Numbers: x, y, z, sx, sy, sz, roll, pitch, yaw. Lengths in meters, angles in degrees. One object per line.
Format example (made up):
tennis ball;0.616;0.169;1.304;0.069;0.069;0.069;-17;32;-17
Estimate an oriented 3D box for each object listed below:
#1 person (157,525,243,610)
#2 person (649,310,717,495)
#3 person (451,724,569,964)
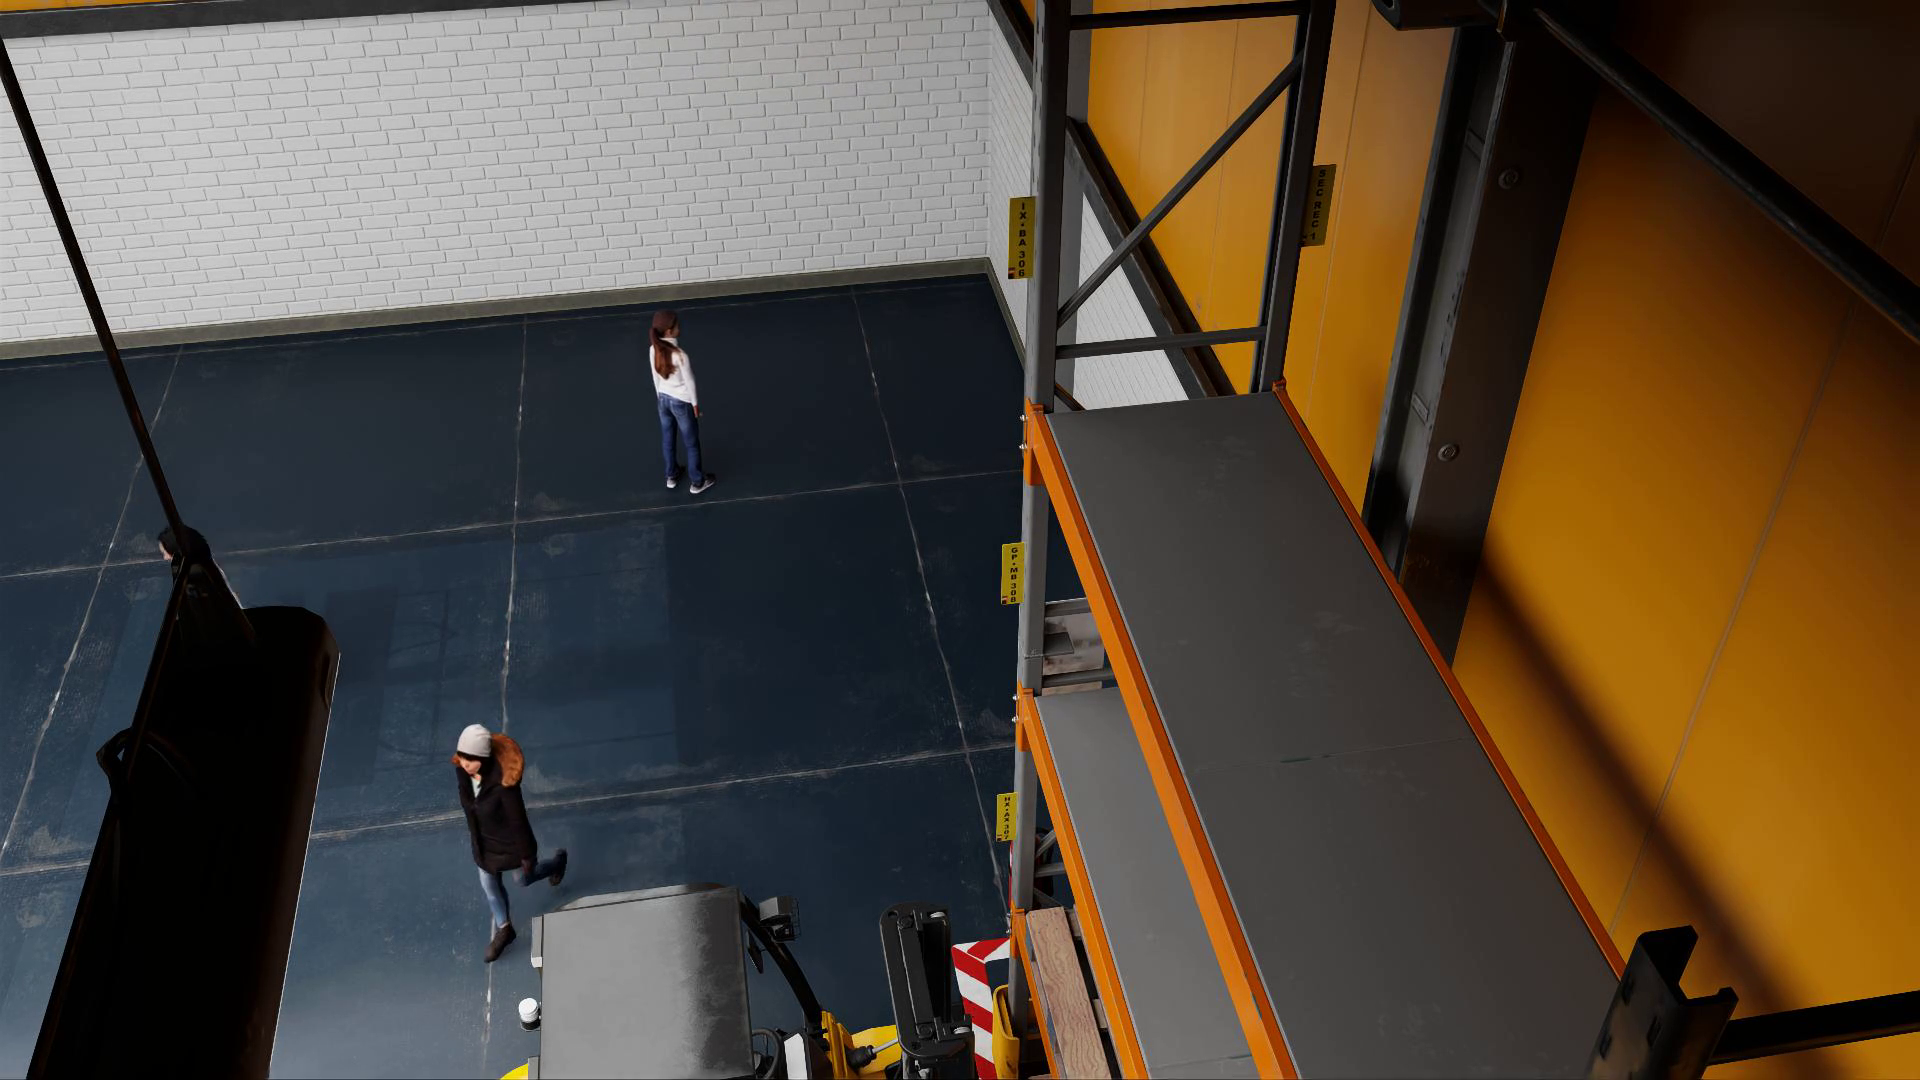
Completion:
person;-4.688;0.506;10.668;0.771;1.669;0.584;-4;39;-5
person;-2.179;-1.055;12.712;0.630;1.557;0.673;17;42;20
person;-2.528;1.614;9.323;0.937;1.614;1.077;15;41;18
